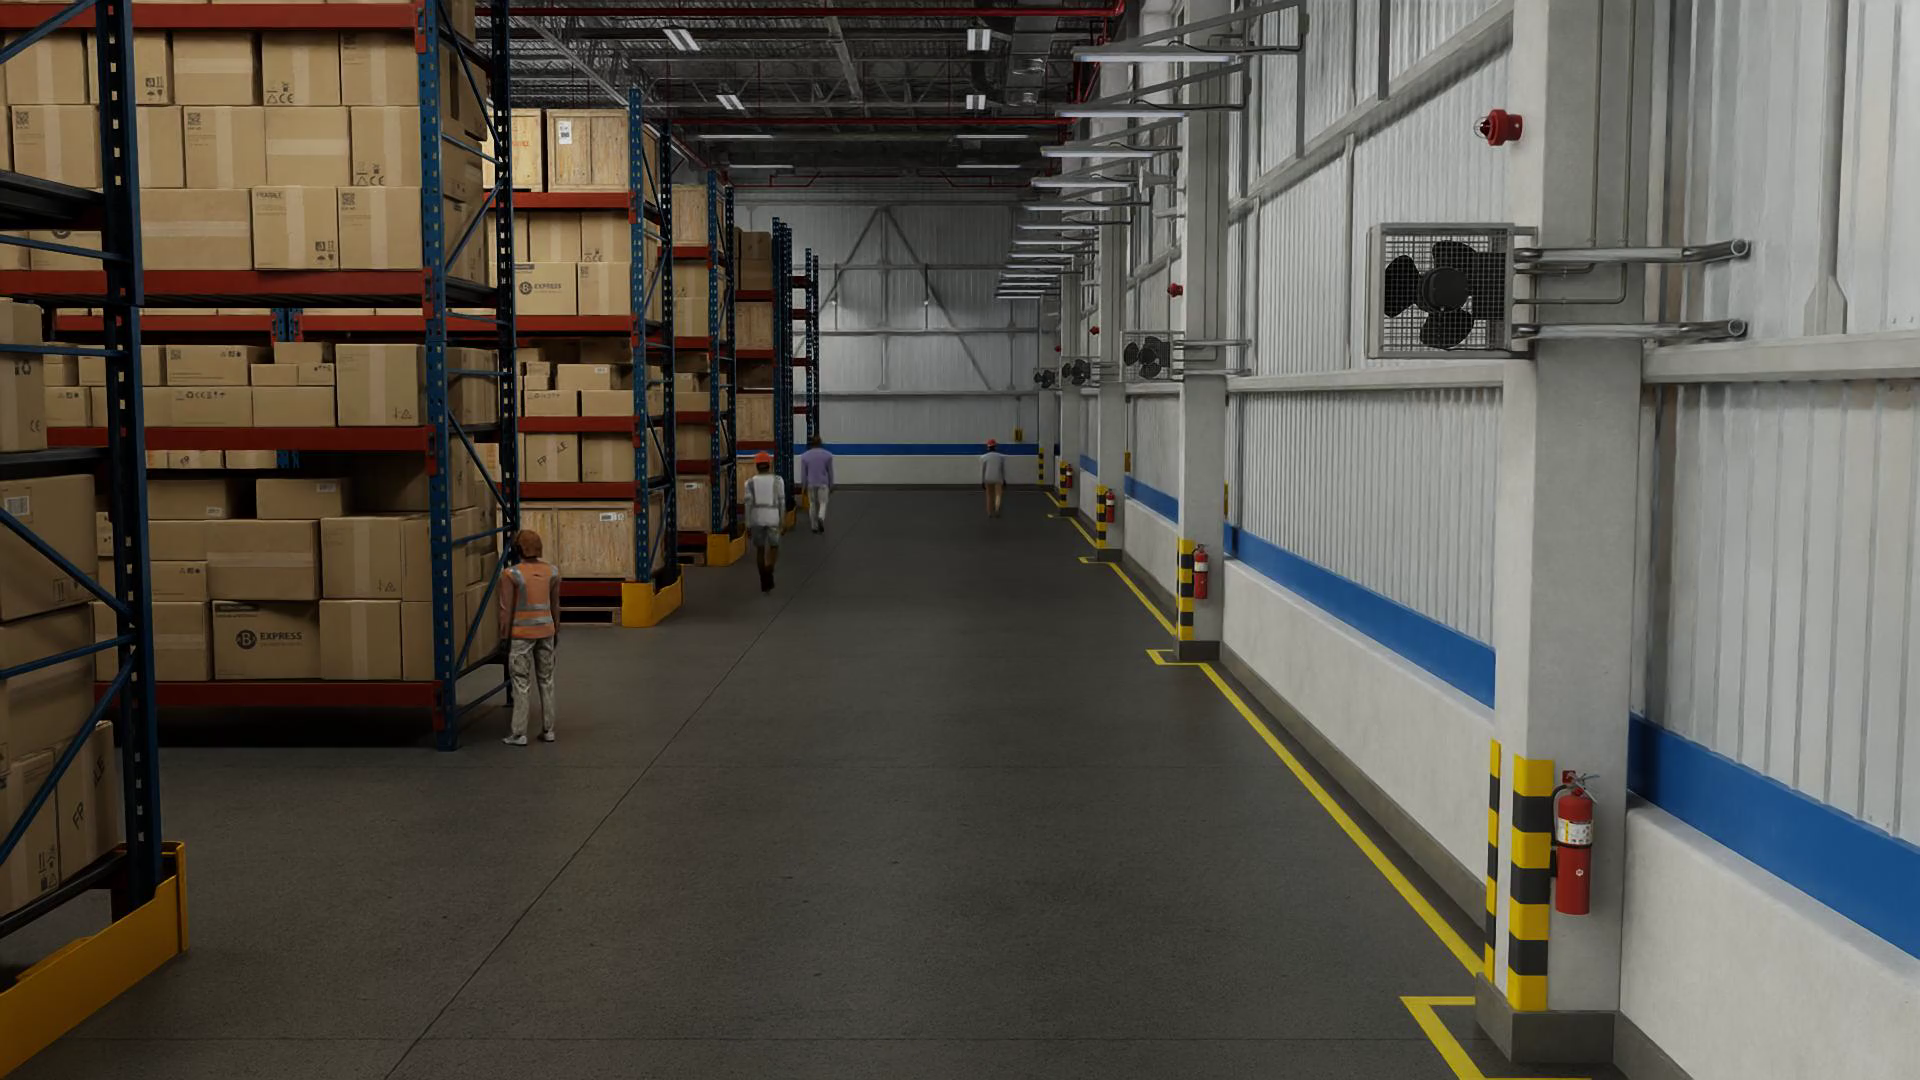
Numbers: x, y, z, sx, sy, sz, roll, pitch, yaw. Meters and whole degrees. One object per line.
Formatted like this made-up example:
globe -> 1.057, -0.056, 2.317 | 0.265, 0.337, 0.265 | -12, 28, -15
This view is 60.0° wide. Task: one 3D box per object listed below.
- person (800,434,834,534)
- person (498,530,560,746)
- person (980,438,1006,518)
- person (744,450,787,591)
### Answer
person -> -2.731, -1.056, 31.706 | 0.644, 1.927, 0.558 | 0, 5, -2
person -> -3.240, 0.735, 12.550 | 0.317, 1.631, 0.518 | 4, 7, 42
person -> 0.706, -1.319, 35.825 | 0.581, 1.737, 0.531 | 0, 5, 2
person -> -2.624, -0.256, 22.427 | 0.568, 1.921, 0.476 | 0, 5, 0
